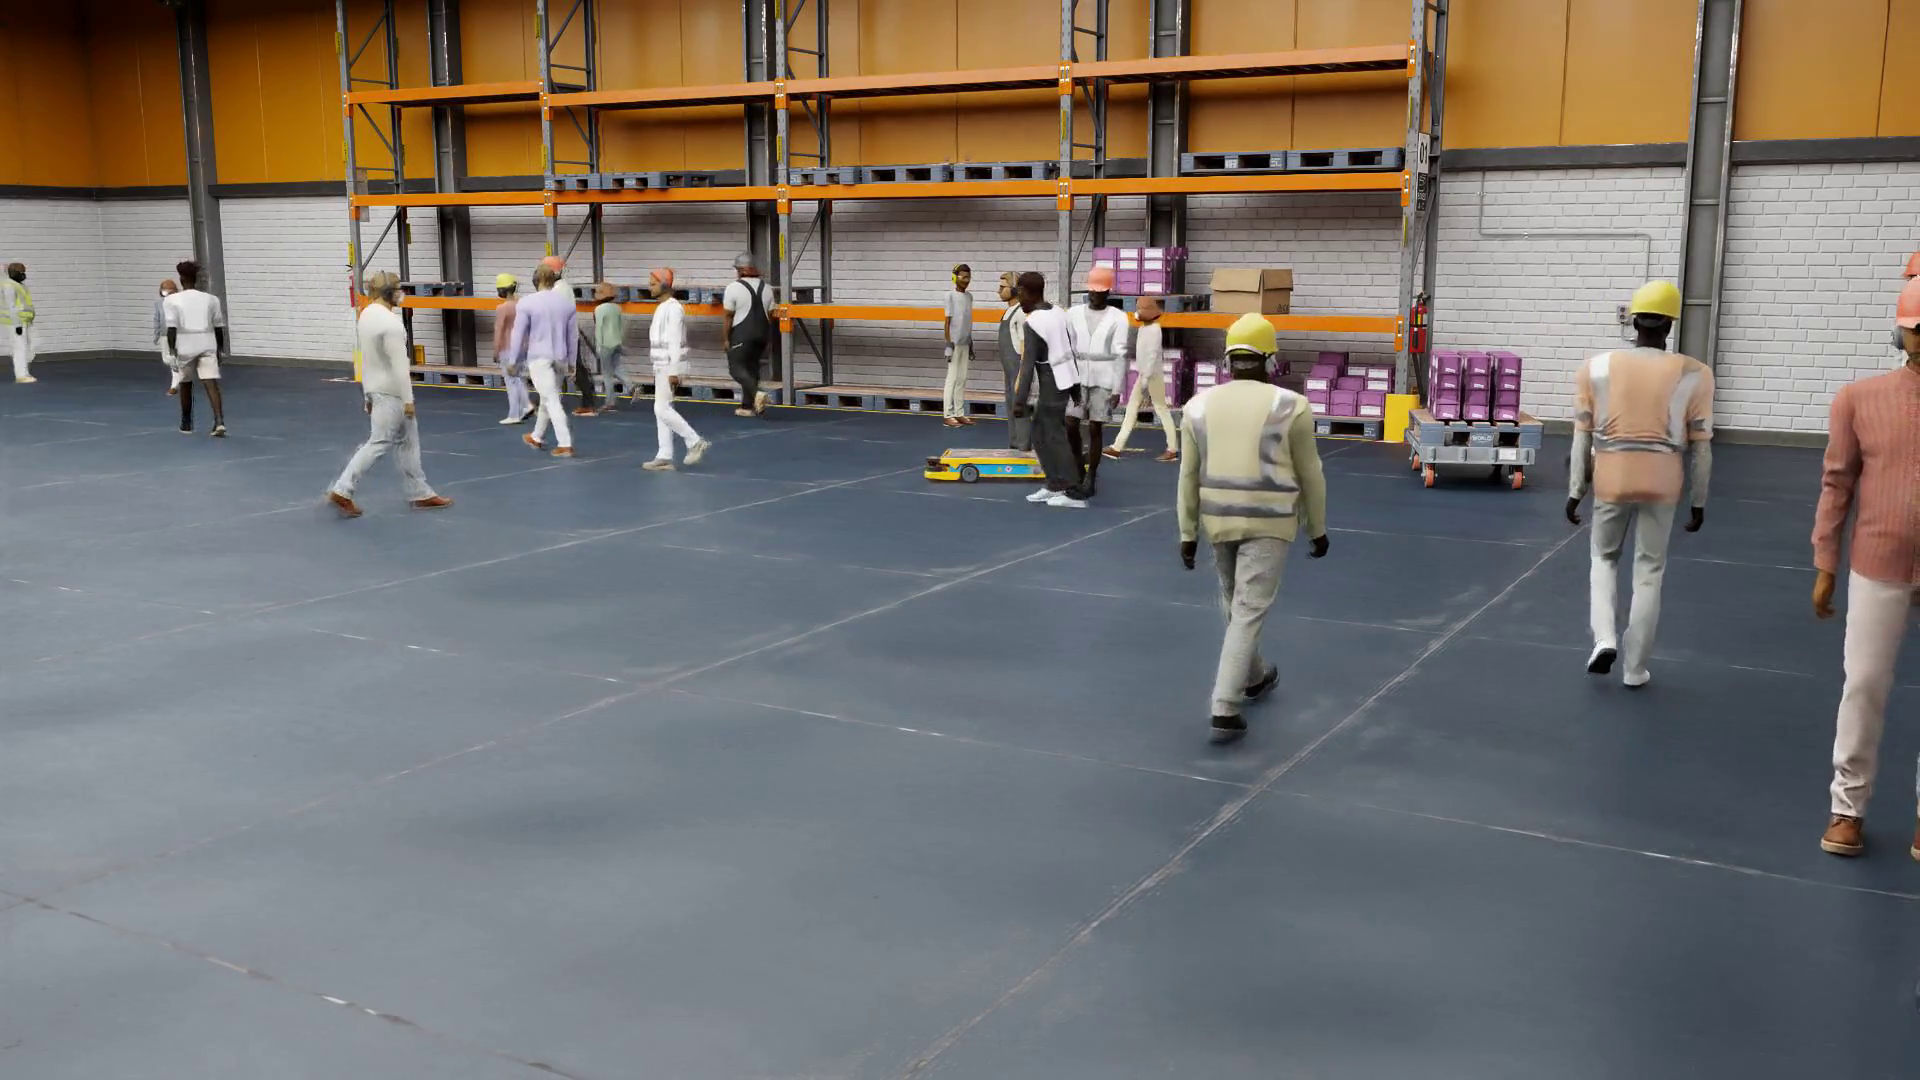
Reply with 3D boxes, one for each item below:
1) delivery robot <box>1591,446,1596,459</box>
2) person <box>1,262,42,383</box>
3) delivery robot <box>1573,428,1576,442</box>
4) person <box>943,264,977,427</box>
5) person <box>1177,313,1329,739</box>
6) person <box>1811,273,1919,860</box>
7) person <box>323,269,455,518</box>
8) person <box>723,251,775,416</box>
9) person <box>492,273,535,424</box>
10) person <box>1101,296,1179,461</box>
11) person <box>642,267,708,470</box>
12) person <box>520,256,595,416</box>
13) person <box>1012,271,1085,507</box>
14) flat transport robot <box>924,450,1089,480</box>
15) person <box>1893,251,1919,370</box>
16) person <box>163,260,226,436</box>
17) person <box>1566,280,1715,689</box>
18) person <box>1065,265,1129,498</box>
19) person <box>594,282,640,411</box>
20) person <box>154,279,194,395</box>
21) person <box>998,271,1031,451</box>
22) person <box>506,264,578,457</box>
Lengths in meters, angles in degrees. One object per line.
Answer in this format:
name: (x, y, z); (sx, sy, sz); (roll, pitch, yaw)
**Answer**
delivery robot: (5.716, -0.775, 14.322); (0.477, 0.478, 0.707); (-2, 10, -11)
person: (-14.254, -3.290, 25.246); (0.451, 1.824, 0.644); (-2, 10, -13)
delivery robot: (5.792, -0.903, 15.046); (0.477, 0.478, 0.707); (2, 10, 8)
person: (0.006, -2.239, 19.172); (0.323, 1.865, 0.518); (7, 12, 36)
person: (1.263, -0.075, 7.171); (0.593, 1.785, 0.947); (7, 12, 35)
person: (3.210, 0.095, 5.592); (0.639, 1.985, 0.416); (5, 11, 28)
person: (-4.443, -1.121, 12.763); (0.991, 1.902, 0.645); (-7, 12, -35)
person: (-2.527, -2.475, 20.010); (0.690, 2.000, 0.771); (-9, 14, -42)
person: (-5.222, -2.213, 19.306); (0.353, 1.753, 0.550); (4, 11, 21)
person: (1.750, -1.537, 15.953); (0.843, 1.581, 0.522); (-2, 10, -13)
person: (-2.683, -1.571, 15.344); (0.500, 1.877, 0.608); (-4, 11, -23)
person: (-4.923, -2.457, 20.197); (0.998, 1.930, 0.675); (2, 10, 10)
person: (0.714, -1.173, 13.126); (0.607, 1.865, 0.631); (4, 11, 22)
flat transport robot: (0.430, -0.673, 14.816); (1.431, 0.197, 0.652); (1, 10, 5)
person: (8.140, -1.426, 14.120); (0.410, 2.028, 0.618); (-2, 10, -10)
person: (-8.325, -2.085, 18.160); (0.621, 1.923, 1.001); (-9, 13, -40)
person: (3.179, -0.252, 7.788); (0.617, 1.910, 0.421); (5, 11, 26)
person: (1.083, -1.284, 13.623); (0.577, 1.910, 0.446); (3, 11, 19)
person: (-4.338, -2.418, 20.862); (0.463, 1.621, 0.513); (4, 11, 21)
person: (-11.046, -2.863, 23.411); (0.509, 1.611, 0.627); (3, 10, 17)
person: (0.490, -1.498, 15.030); (0.351, 1.847, 0.507); (-2, 10, -12)
person: (-4.130, -1.776, 16.491); (1.011, 1.887, 0.648); (9, 13, 41)
